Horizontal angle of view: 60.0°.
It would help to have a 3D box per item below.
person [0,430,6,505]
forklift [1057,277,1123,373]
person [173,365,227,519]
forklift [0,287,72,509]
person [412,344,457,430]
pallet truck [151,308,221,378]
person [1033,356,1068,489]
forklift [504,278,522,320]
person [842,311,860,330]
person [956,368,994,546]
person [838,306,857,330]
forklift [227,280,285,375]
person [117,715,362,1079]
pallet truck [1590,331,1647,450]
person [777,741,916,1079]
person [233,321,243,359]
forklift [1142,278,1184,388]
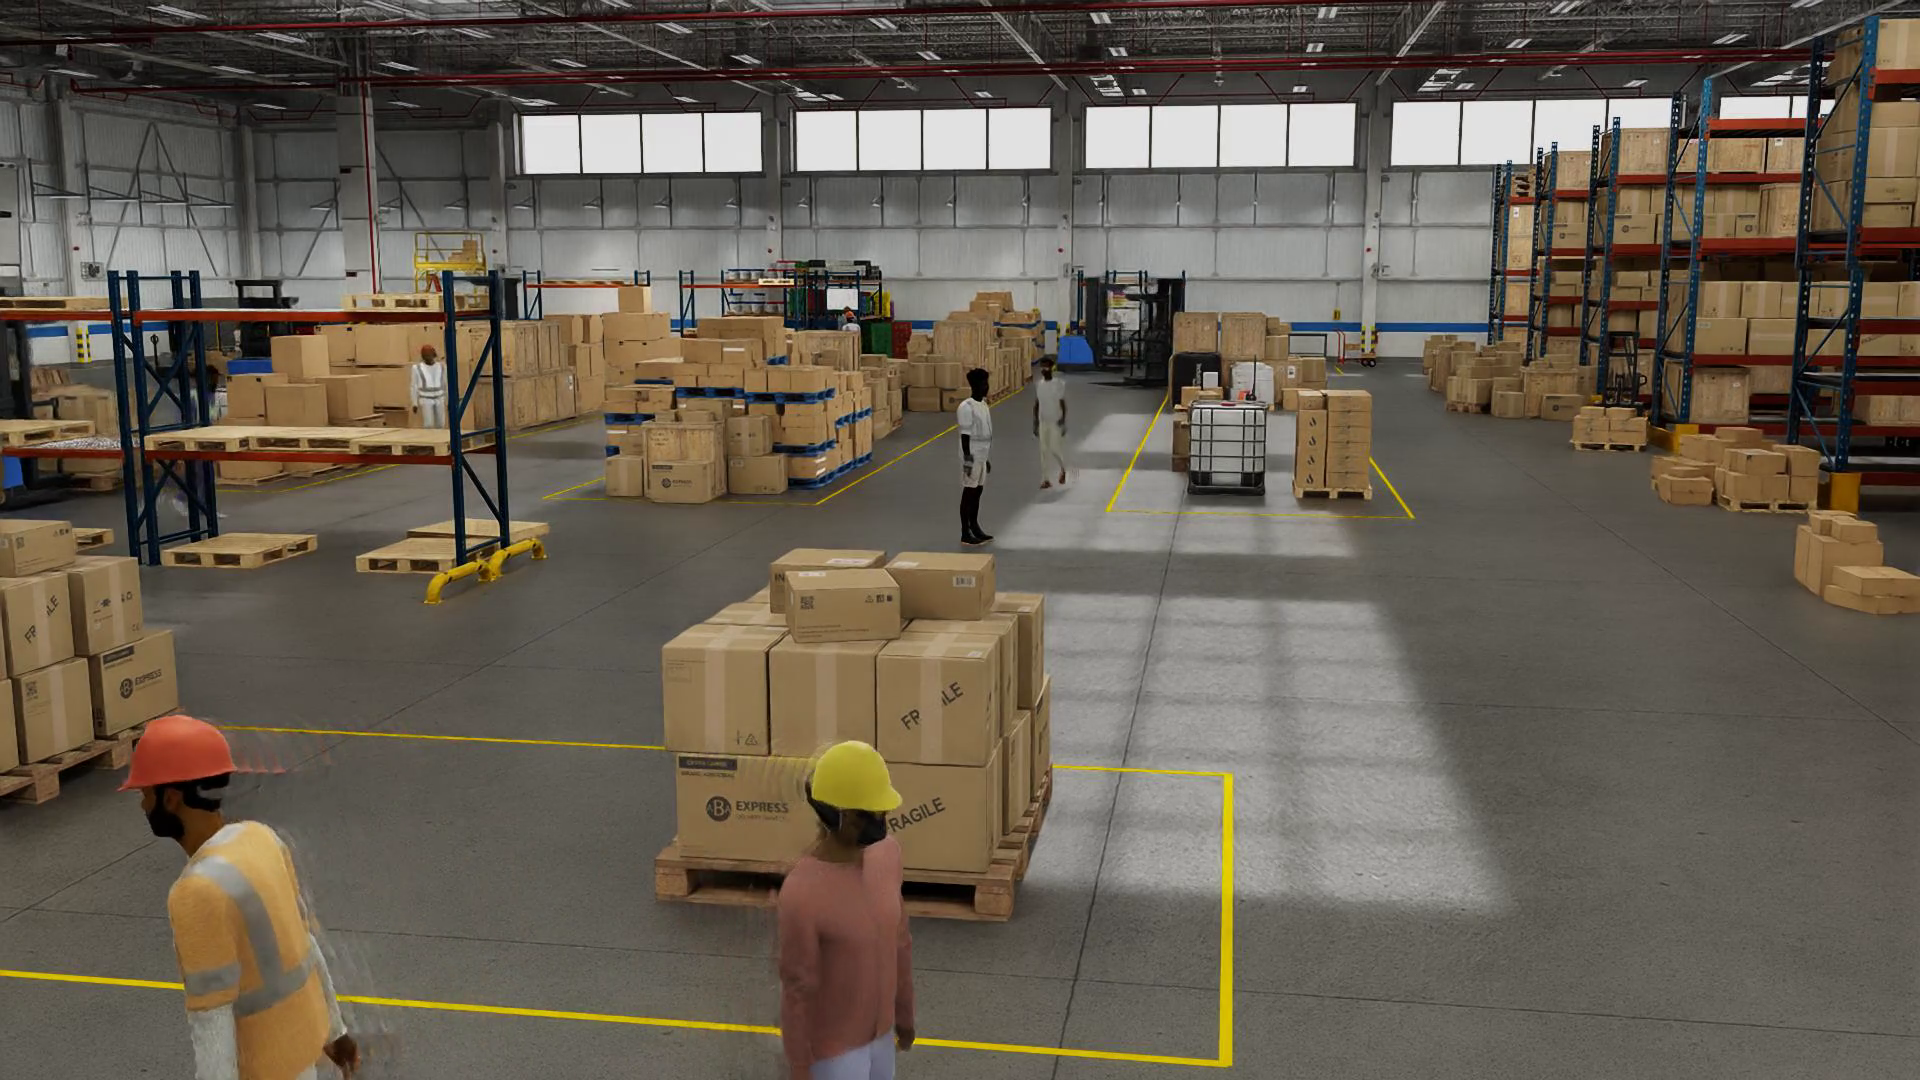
[{"bbox_3d":[-9.588,-0.506,16.218,0.506,1.846,0.346,-5,11,-29],"label":"person"},{"bbox_3d":[3.858,-6.337,48.997,1.873,2.768,1.129,1,9,9],"label":"forklift"},{"bbox_3d":[-9.251,-1.188,20.262,0.507,1.893,0.615,1,9,6],"label":"person"},{"bbox_3d":[-12.436,-1.787,20.933,1.129,2.768,1.873,1,9,9],"label":"forklift"},{"bbox_3d":[-8.385,-2.195,26.602,0.707,1.868,0.417,-7,11,-36],"label":"person"},{"bbox_3d":[-21.869,-5.598,47.154,0.823,1.965,1.885,4,10,26],"label":"pallet truck"},{"bbox_3d":[1.267,-1.637,23.153,0.557,1.856,0.459,6,11,34],"label":"person"},{"bbox_3d":[-12.022,-5.653,44.779,1.873,2.768,1.129,-3,10,-17],"label":"forklift"},{"bbox_3d":[-2.966,-5.234,45.144,0.542,1.928,0.399,-6,11,-34],"label":"person"},{"bbox_3d":[0.177,-0.923,18.416,0.366,1.967,0.602,4,10,22],"label":"person"},{"bbox_3d":[-3.474,-6.251,51.362,0.636,1.938,0.358,-3,10,-18],"label":"person"},{"bbox_3d":[-15.509,-4.389,36.986,1.129,2.768,1.873,-1,9,-5],"label":"forklift"},{"bbox_3d":[-1.805,1.389,4.500,1.052,1.874,0.596,-2,9,-9],"label":"person"},{"bbox_3d":[11.253,-2.573,28.499,0.823,1.965,1.885,5,10,27],"label":"pallet truck"},{"bbox_3d":[-0.372,1.401,4.791,0.737,1.746,0.528,6,11,31],"label":"person"},{"bbox_3d":[-19.933,-5.254,46.159,0.510,1.635,0.311,4,10,25],"label":"person"},{"bbox_3d":[5.439,-5.381,43.102,1.873,2.768,1.129,-3,10,-17],"label":"forklift"}]
